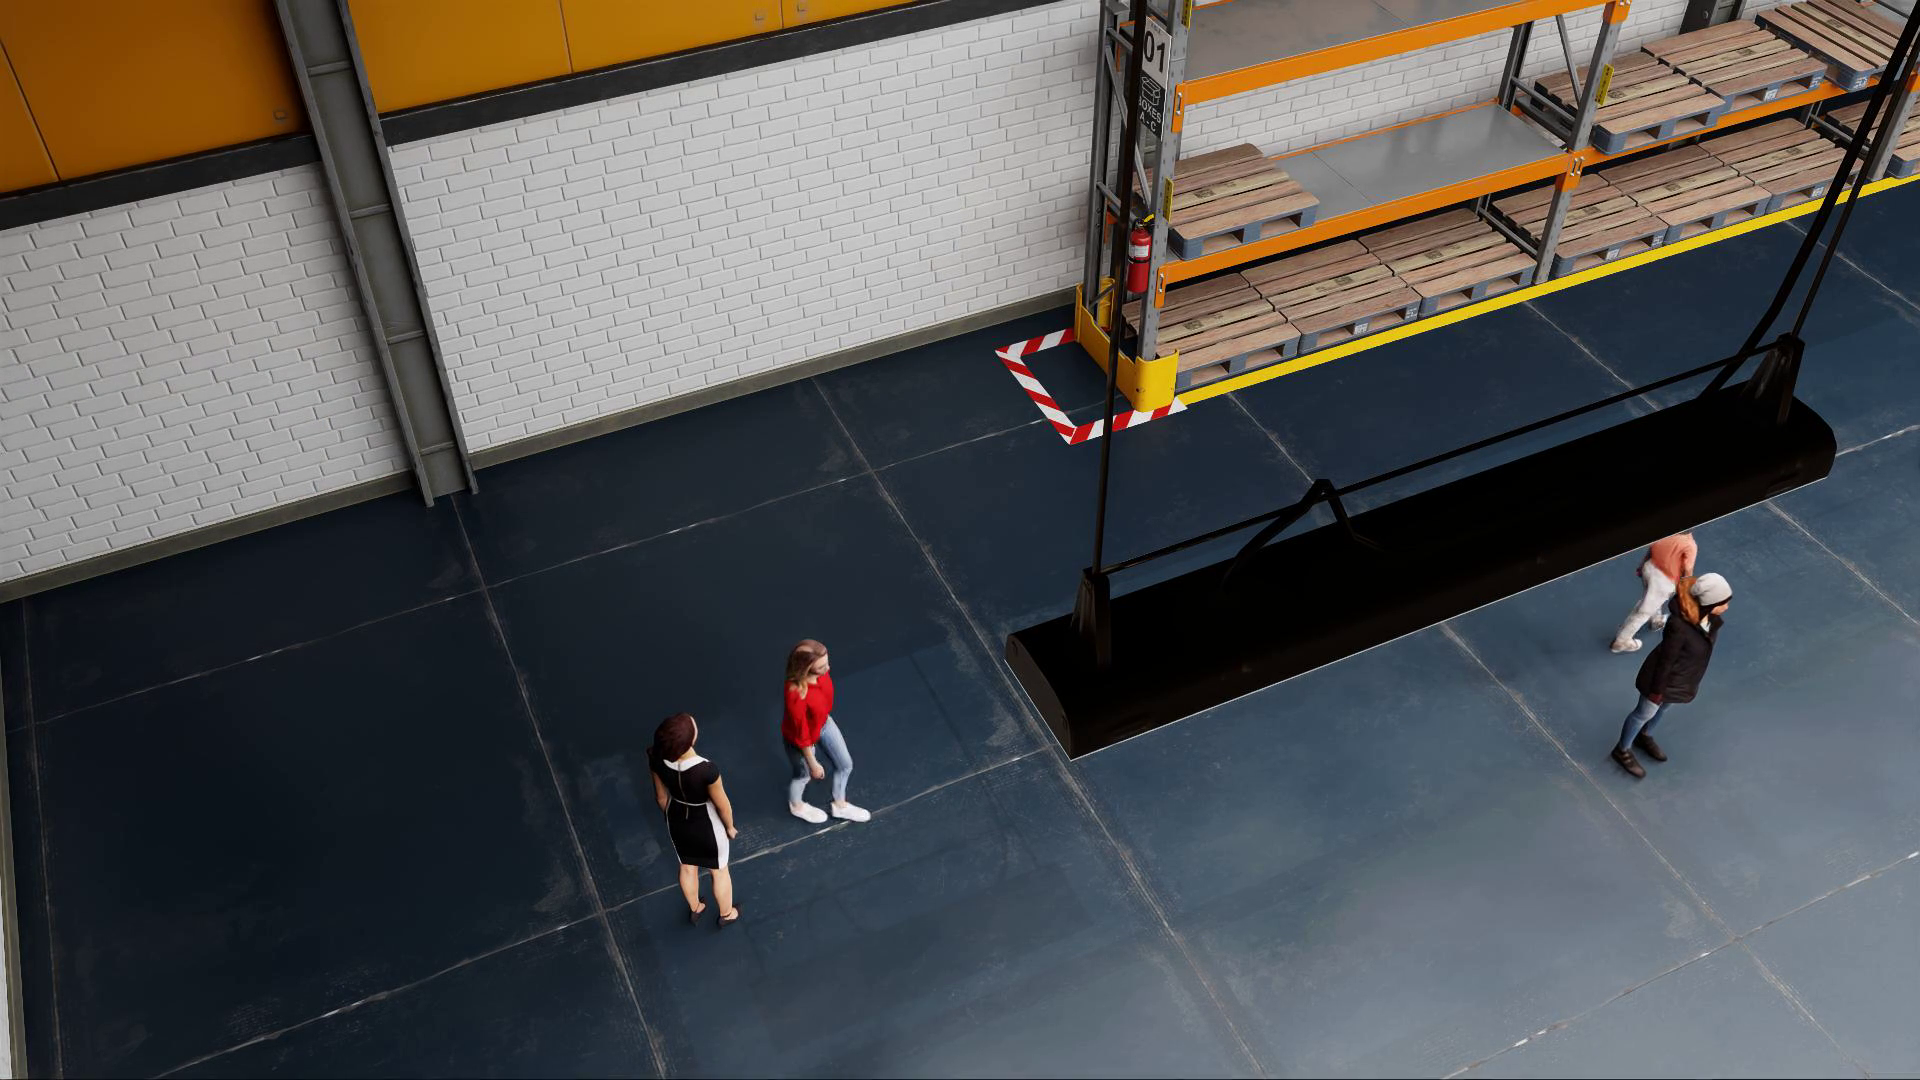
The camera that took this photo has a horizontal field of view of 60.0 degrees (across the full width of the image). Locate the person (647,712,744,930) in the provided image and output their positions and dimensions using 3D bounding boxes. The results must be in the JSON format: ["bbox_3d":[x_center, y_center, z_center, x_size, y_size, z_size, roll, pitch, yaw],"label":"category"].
[{"bbox_3d":[-1.464,1.594,9.266,0.621,1.796,0.701,11,45,11],"label":"person"}]

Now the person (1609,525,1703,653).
[{"bbox_3d":[4.591,0.261,11.033,0.836,1.288,0.593,-11,45,-11],"label":"person"}]

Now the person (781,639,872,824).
[{"bbox_3d":[-0.967,1.135,9.828,0.907,1.683,0.846,13,45,13],"label":"person"}]

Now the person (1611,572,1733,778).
[{"bbox_3d":[4.369,0.799,10.215,0.597,1.636,0.730,-27,50,-25],"label":"person"}]
